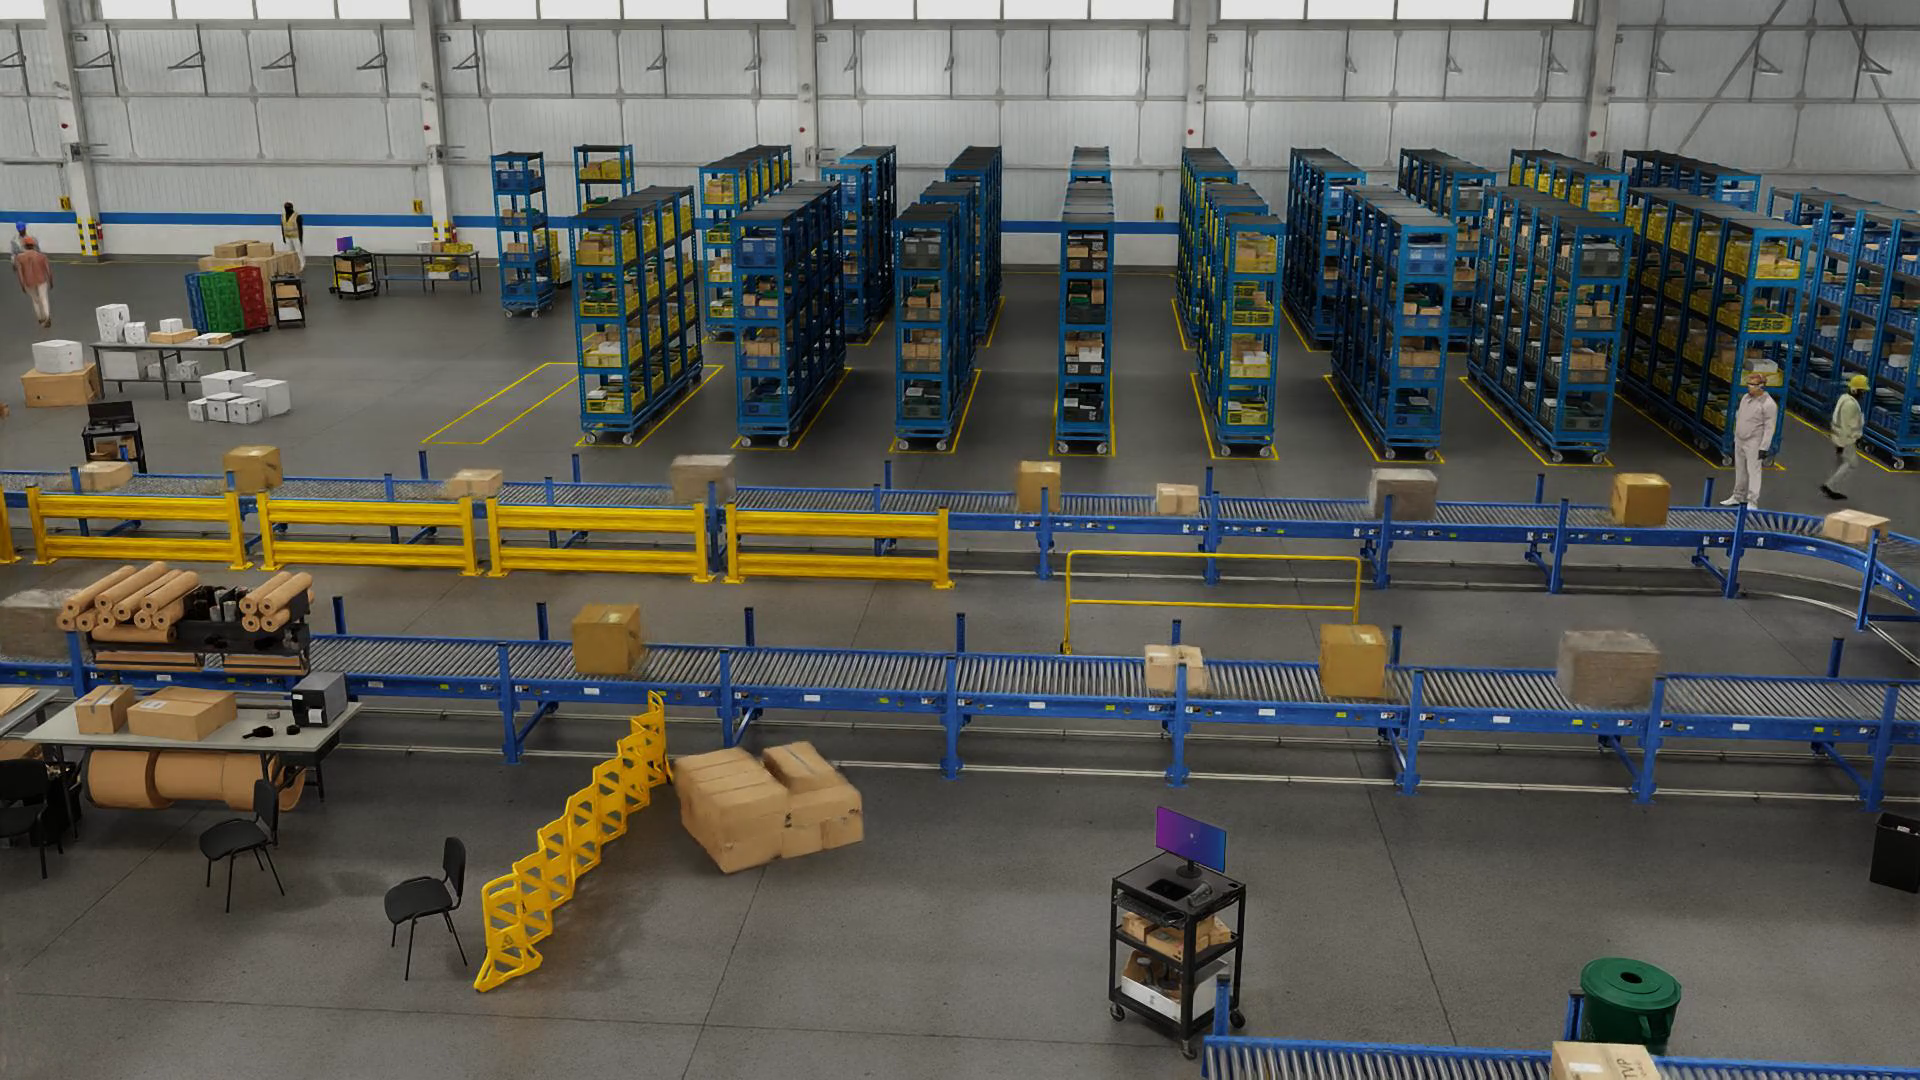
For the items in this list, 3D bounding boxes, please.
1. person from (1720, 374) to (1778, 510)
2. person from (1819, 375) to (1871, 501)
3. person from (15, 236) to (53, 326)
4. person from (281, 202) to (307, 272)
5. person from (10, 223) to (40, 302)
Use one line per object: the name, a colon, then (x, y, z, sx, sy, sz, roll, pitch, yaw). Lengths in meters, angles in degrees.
person: (10.747, -1.327, 22.651, 0.401, 1.906, 0.651, -4, 18, -11)
person: (12.301, -1.412, 23.075, 0.423, 1.811, 0.598, 6, 18, 18)
person: (-20.109, -5.617, 36.192, 0.660, 1.955, 0.828, -8, 19, -25)
person: (-17.642, -8.002, 43.958, 0.627, 1.831, 0.428, 6, 18, 18)
person: (-21.938, -6.498, 39.084, 0.632, 1.886, 1.036, -7, 19, -22)
